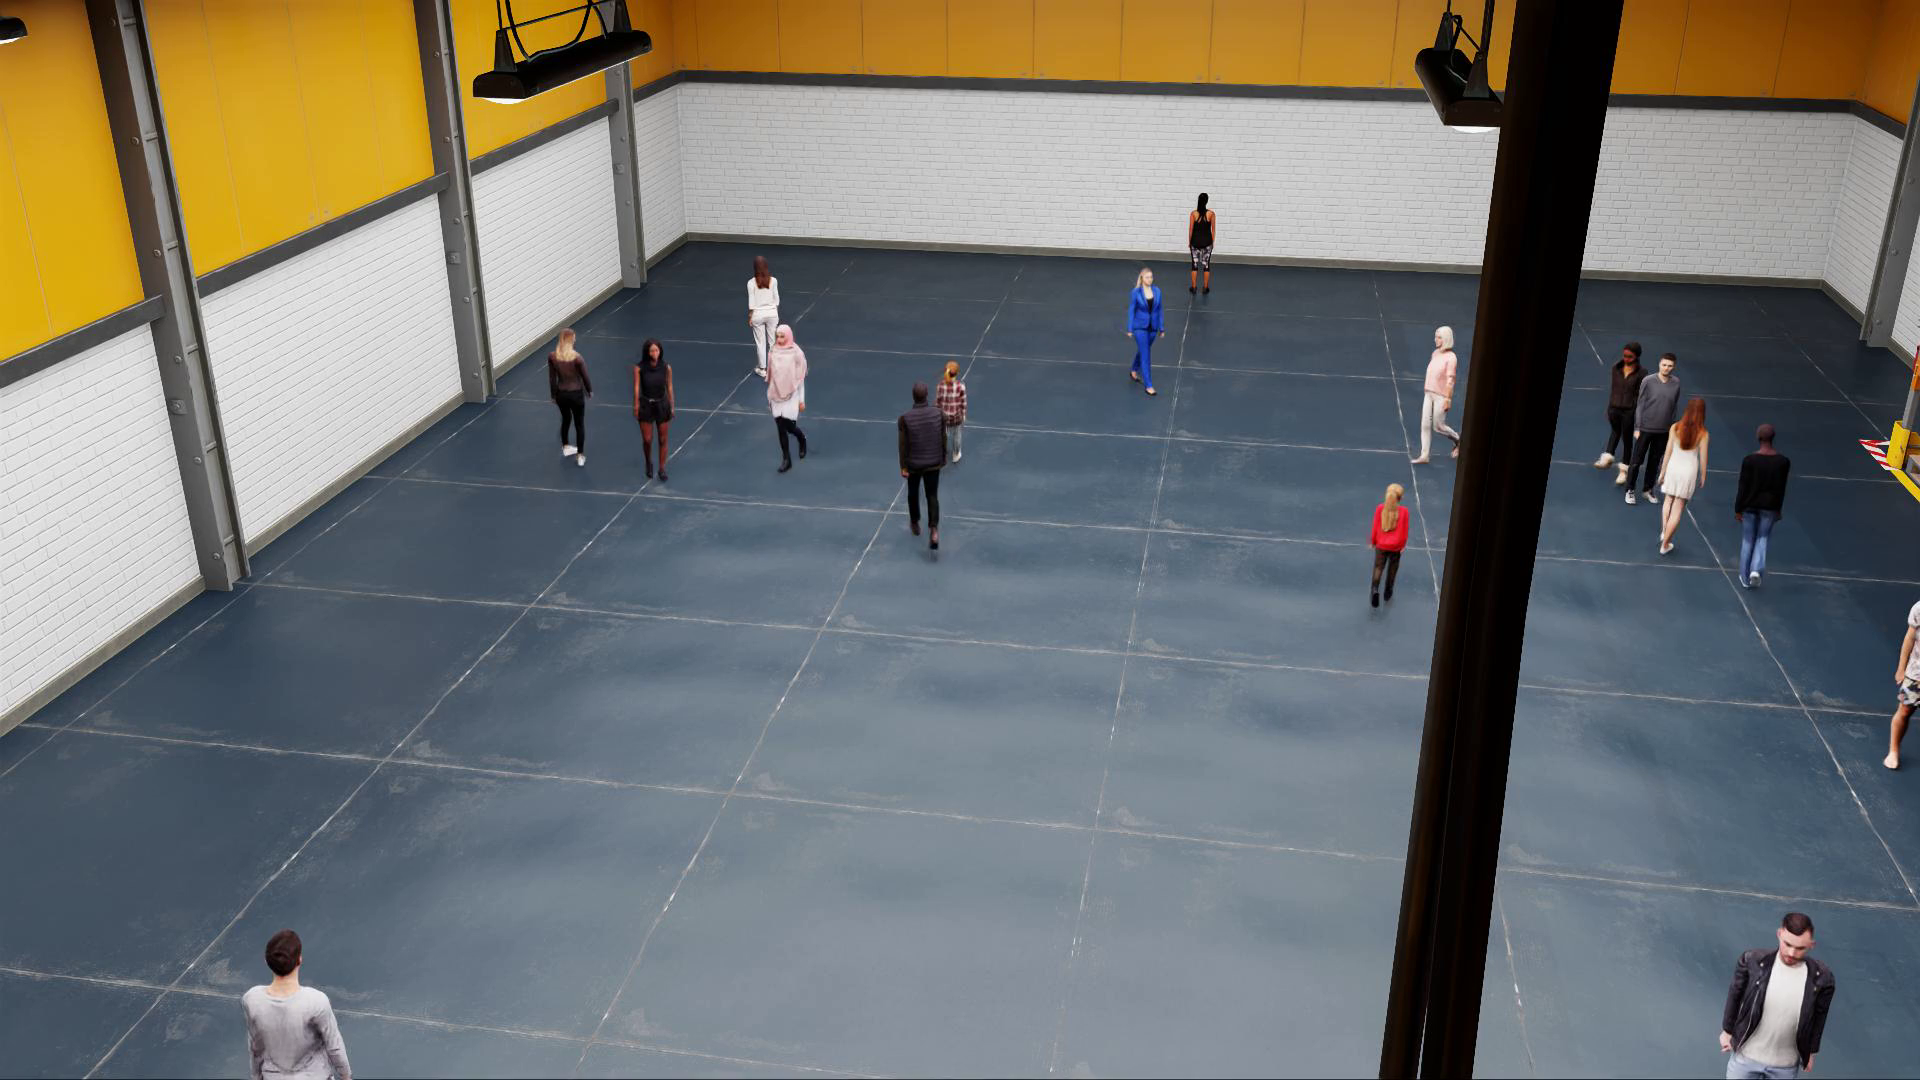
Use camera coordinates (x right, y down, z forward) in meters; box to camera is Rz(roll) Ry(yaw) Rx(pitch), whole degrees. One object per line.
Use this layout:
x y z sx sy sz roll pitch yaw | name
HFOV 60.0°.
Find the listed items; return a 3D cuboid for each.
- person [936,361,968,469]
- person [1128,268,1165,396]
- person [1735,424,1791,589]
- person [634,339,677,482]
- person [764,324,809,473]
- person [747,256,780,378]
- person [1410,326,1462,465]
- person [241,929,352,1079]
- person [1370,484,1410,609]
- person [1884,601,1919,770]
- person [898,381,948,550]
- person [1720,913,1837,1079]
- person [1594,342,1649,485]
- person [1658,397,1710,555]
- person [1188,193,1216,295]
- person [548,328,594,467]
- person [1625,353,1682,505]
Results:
-0.113 -1.501 19.948 0.568 1.293 0.812 6 24 14 | person
2.478 -2.860 22.604 1.023 1.657 1.222 -9 25 -19 | person
7.998 -0.291 16.636 0.678 1.729 0.823 8 25 18 | person
-3.601 -1.538 19.488 0.733 1.730 0.754 -9 25 -20 | person
-2.040 -1.710 19.805 0.700 1.792 0.829 9 25 19 | person
-2.718 -3.119 23.156 0.683 1.688 0.705 -9 25 -20 | person
5.804 -1.732 19.954 0.915 1.713 0.938 -8 25 -17 | person
-3.614 2.979 9.021 0.696 1.837 0.690 1 24 3 | person
4.221 0.063 16.400 0.588 1.269 0.837 9 25 20 | person
7.903 1.030 13.512 0.704 1.812 0.625 8 25 17 | person
-0.366 -0.767 17.635 0.936 1.800 1.252 -3 24 -7 | person
4.528 2.849 9.321 0.695 1.835 0.598 9 25 19 | person
7.718 -1.495 19.479 0.737 1.657 0.823 12 26 26 | person
7.560 -0.654 17.511 0.776 1.694 0.872 18 30 36 | person
3.947 -4.872 27.201 0.576 1.660 0.505 3 24 7 | person
-4.649 -1.683 19.870 0.667 1.689 0.717 4 24 8 | person
7.865 -1.281 18.859 0.652 1.762 0.598 0 24 0 | person
